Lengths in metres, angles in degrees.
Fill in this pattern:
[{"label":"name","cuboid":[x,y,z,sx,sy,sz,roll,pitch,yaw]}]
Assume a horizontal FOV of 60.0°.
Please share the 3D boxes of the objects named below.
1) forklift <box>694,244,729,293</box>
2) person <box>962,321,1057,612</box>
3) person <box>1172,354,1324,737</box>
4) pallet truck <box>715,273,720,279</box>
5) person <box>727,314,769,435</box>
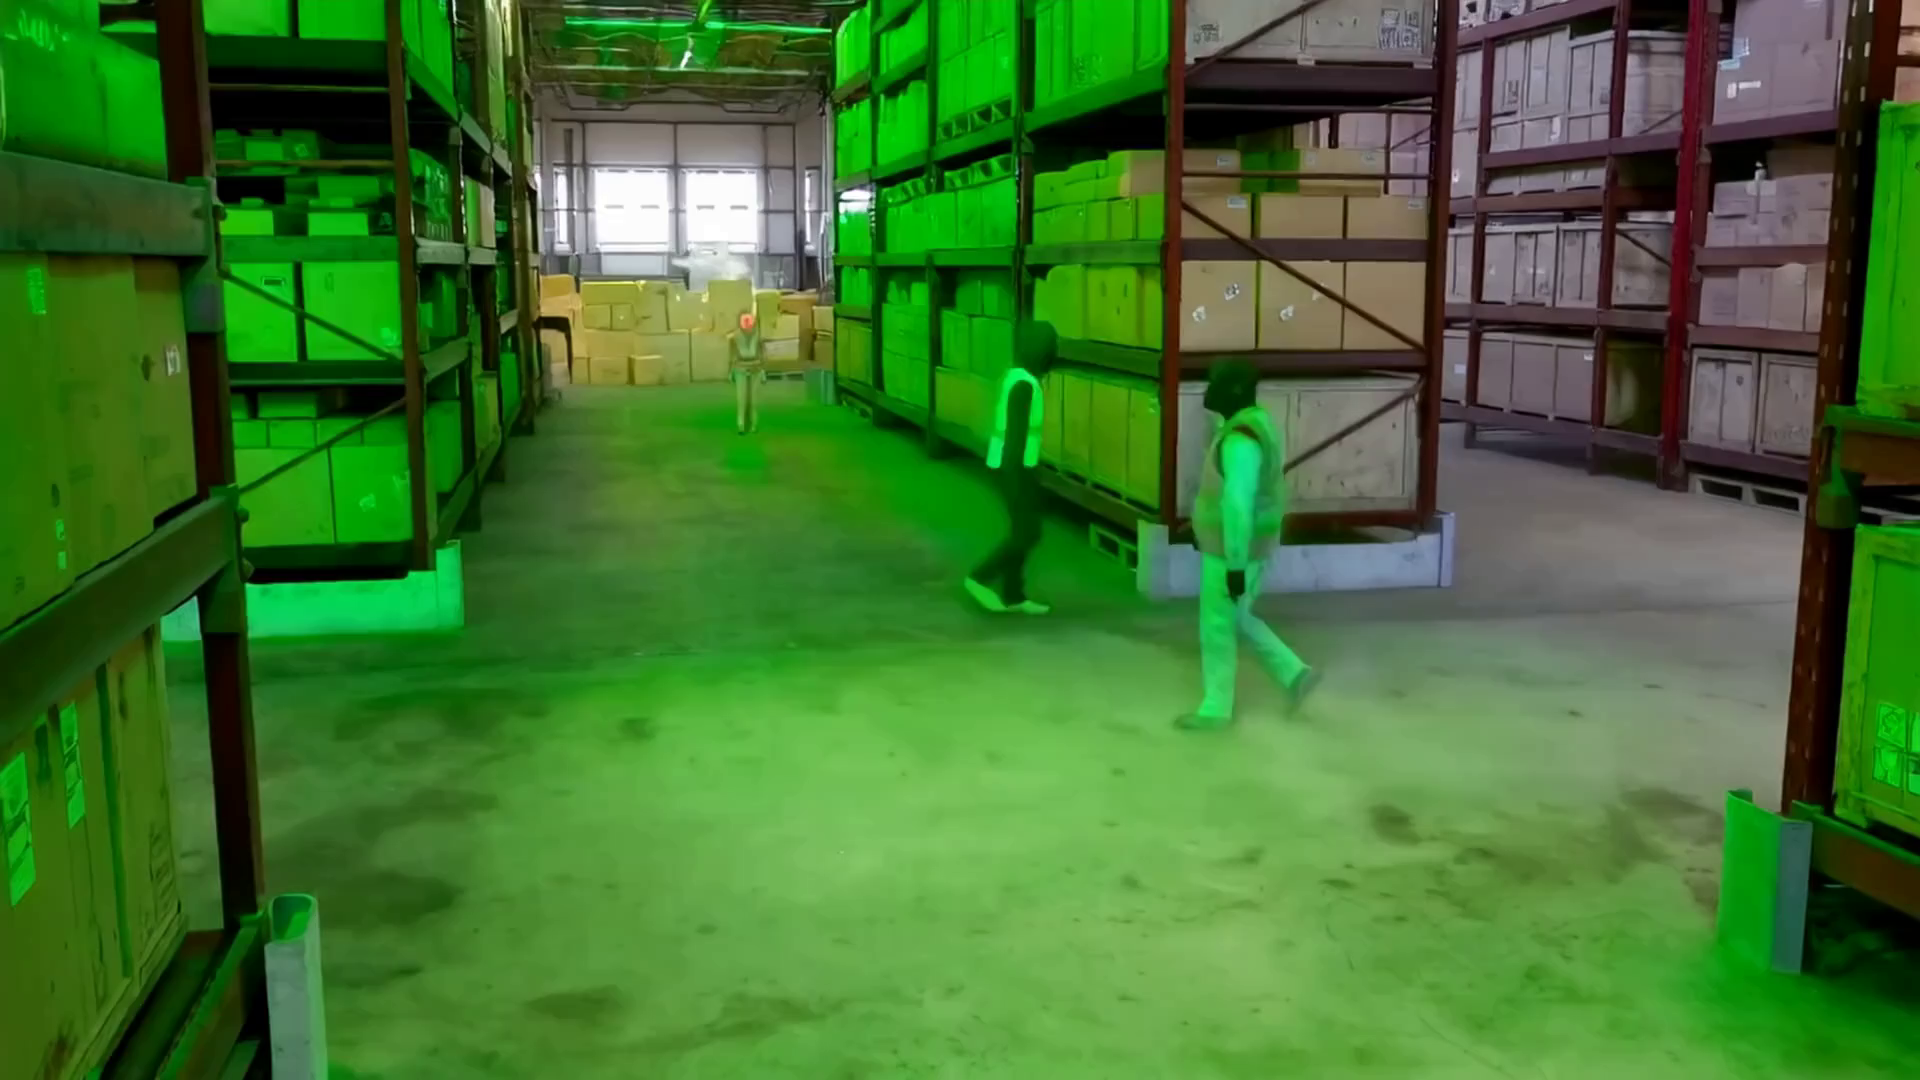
[{"label":"forklift","cuboid":[-6.639,-6.533,44.642,1.129,2.768,1.873,5,11,28]},{"label":"person","cuboid":[0.360,-0.446,10.582,0.497,1.892,0.598,0,9,2]},{"label":"person","cuboid":[1.353,0.038,7.803,0.594,1.824,0.638,3,10,18]},{"label":"pallet truck","cuboid":[-8.580,-8.986,62.280,1.885,1.965,0.823,1,9,5]},{"label":"person","cuboid":[-2.814,-2.194,22.084,0.558,1.597,0.835,-1,9,-5]}]
